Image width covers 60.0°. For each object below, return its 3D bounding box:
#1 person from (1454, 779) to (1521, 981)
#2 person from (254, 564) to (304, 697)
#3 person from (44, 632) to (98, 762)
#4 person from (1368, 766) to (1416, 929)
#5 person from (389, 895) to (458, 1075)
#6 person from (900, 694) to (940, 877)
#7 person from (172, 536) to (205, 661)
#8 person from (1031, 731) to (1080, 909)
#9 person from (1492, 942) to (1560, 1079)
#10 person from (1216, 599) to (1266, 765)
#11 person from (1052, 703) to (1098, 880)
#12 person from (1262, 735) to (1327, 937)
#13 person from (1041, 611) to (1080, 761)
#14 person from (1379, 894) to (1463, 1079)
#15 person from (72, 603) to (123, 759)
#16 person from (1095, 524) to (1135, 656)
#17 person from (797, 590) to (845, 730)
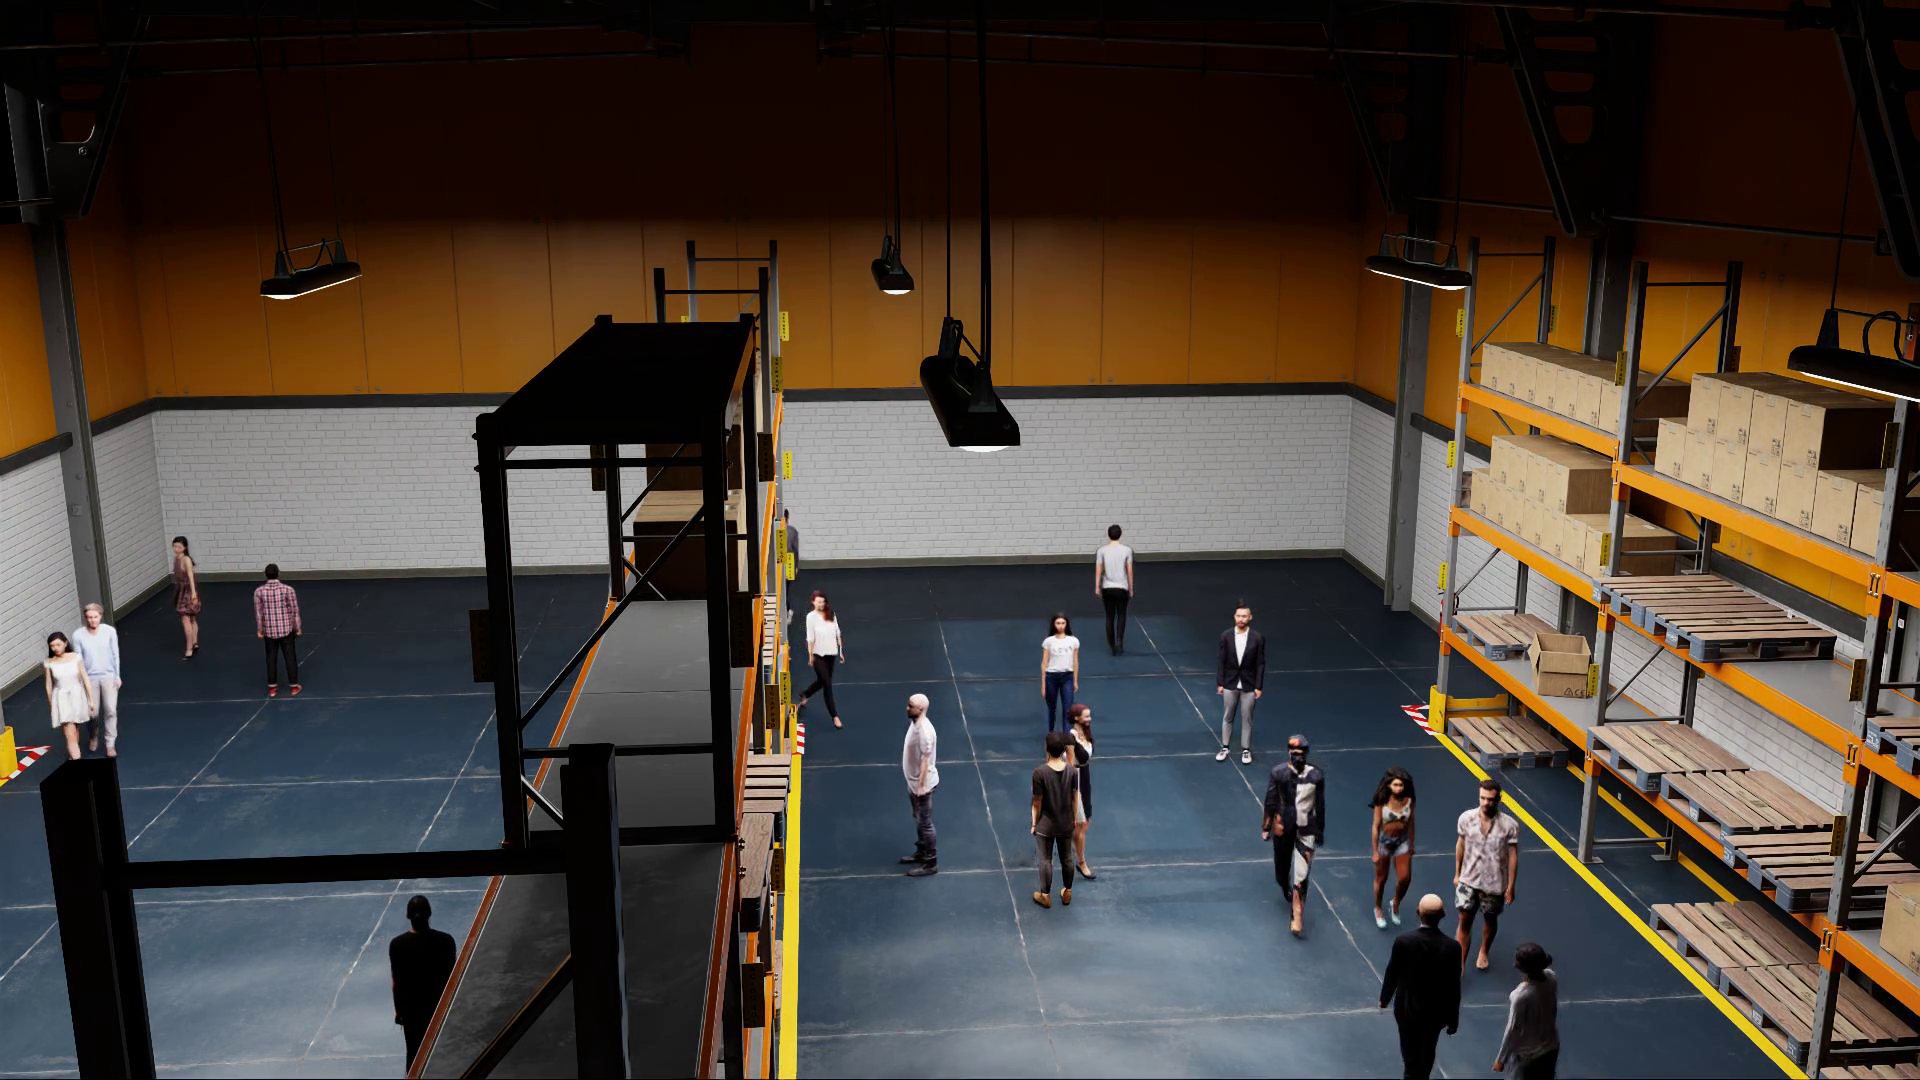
[{"bbox_3d":[4.570,2.906,14.447,1.021,1.782,1.179,7,15,25],"label":"person"},{"bbox_3d":[-8.897,1.159,21.705,0.736,1.760,0.637,-3,14,-12],"label":"person"},{"bbox_3d":[-10.087,1.877,18.811,1.062,1.727,1.253,-11,18,-39],"label":"person"},{"bbox_3d":[3.933,2.797,15.266,0.621,1.607,0.596,-1,14,-5],"label":"person"},{"bbox_3d":[-3.916,3.450,12.253,0.636,1.756,0.607,-2,14,-7],"label":"person"},{"bbox_3d":[-0.372,2.394,16.451,0.731,1.832,0.558,-3,14,-11],"label":"person"},{"bbox_3d":[-10.767,0.794,23.213,0.916,1.761,0.828,-9,17,-34],"label":"person"},{"bbox_3d":[0.897,2.634,15.708,0.641,1.717,0.584,-3,14,-12],"label":"person"},{"bbox_3d":[4.062,3.596,11.676,0.776,1.745,0.747,-4,14,-16],"label":"person"},{"bbox_3d":[3.268,1.629,19.364,0.785,1.948,0.755,5,14,19],"label":"person"},{"bbox_3d":[1.087,2.448,16.330,0.904,1.784,0.917,7,15,25],"label":"person"},{"bbox_3d":[3.090,2.649,15.323,0.908,1.867,1.121,2,14,7],"label":"person"},{"bbox_3d":[1.143,1.690,19.591,0.624,1.723,1.102,-1,14,-6],"label":"person"},{"bbox_3d":[3.363,3.486,12.104,0.855,1.756,1.194,2,14,7],"label":"person"},{"bbox_3d":[-10.112,1.623,19.533,0.811,1.881,0.877,-8,16,-31],"label":"person"},{"bbox_3d":[2.168,0.722,23.311,0.749,1.854,0.687,1,14,6],"label":"person"},{"bbox_3d":[-1.754,1.451,20.516,1.159,1.752,1.061,11,18,39],"label":"person"}]
